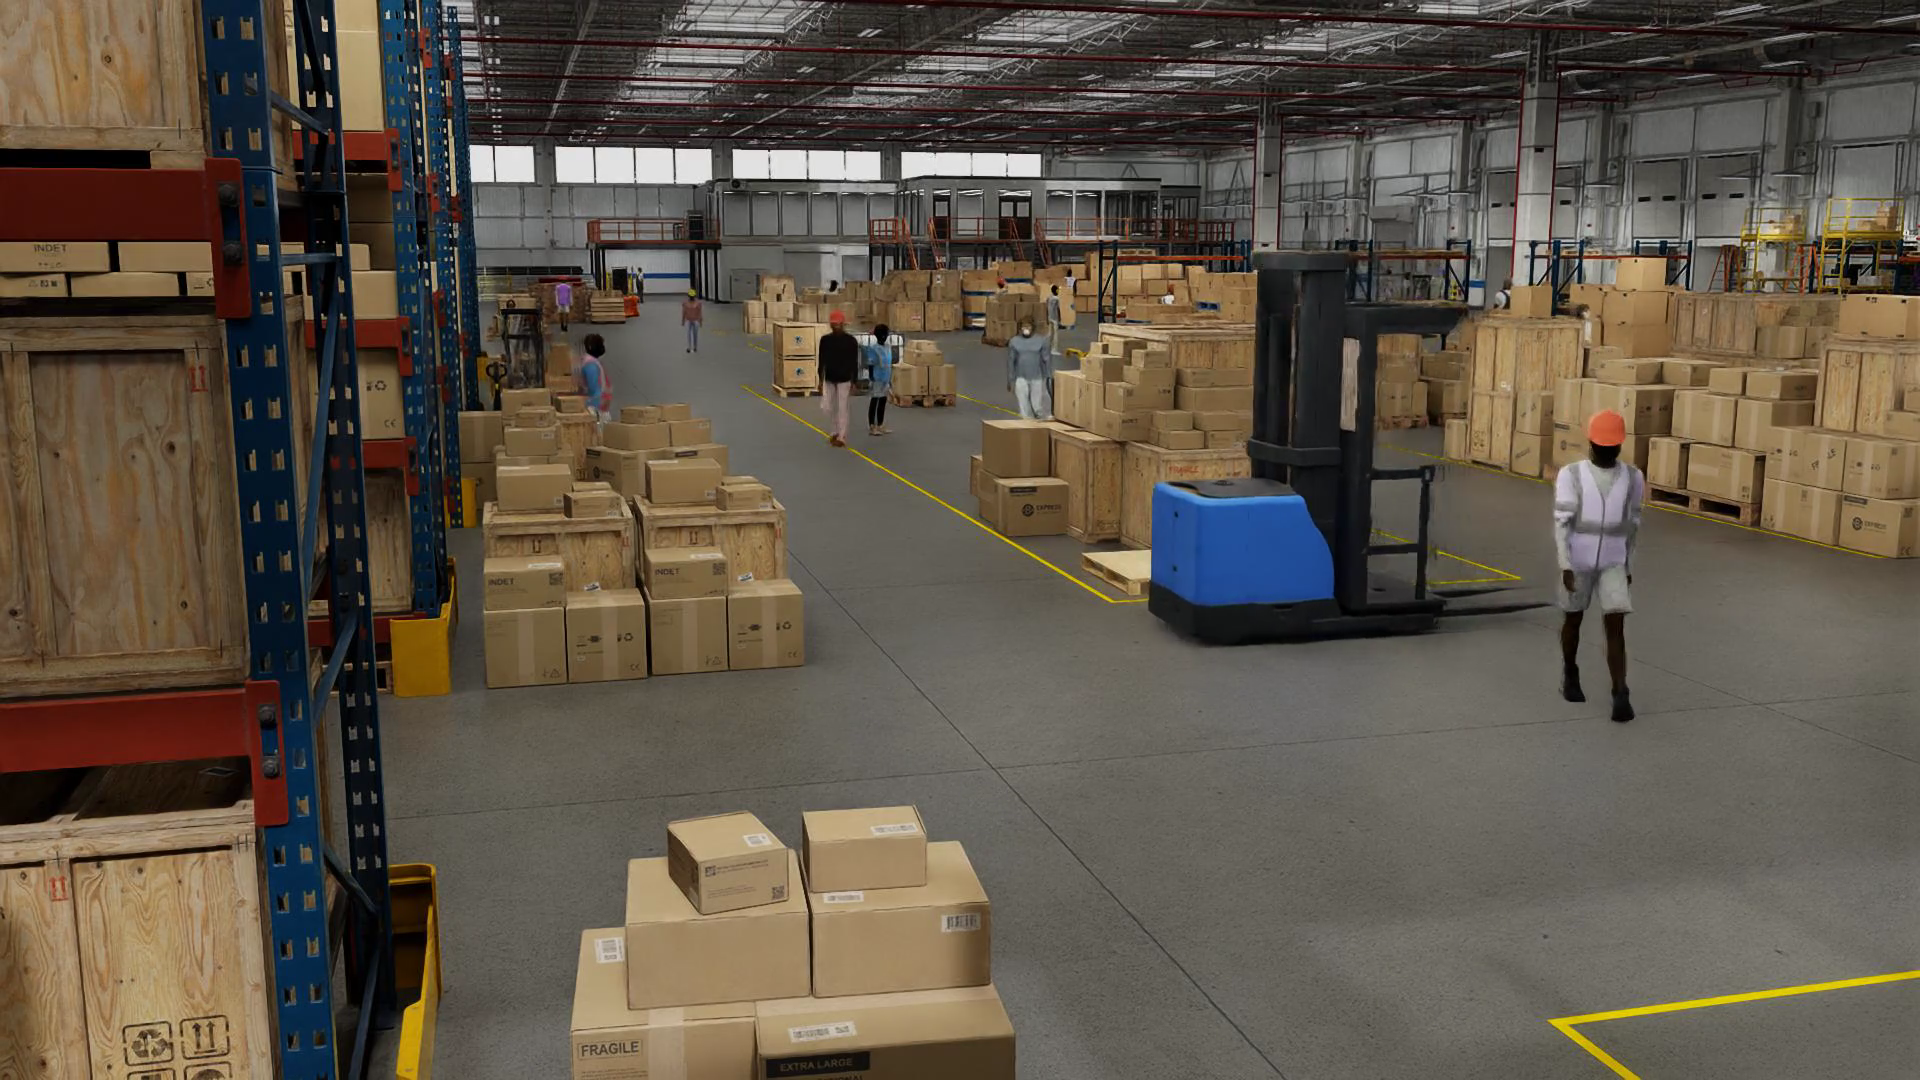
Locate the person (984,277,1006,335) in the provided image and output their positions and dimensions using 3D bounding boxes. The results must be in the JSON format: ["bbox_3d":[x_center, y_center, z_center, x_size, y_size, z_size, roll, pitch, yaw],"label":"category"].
[{"bbox_3d":[1.207,-7.307,52.335,0.963,1.903,0.543,0,10,1],"label":"person"}]

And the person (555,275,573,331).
[{"bbox_3d":[-13.446,-8.037,56.504,0.562,1.876,1.035,-2,10,-13],"label":"person"}]

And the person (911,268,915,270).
[{"bbox_3d":[-2.210,-11.290,74.939,0.876,1.892,0.601,4,11,23],"label":"person"}]

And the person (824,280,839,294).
[{"bbox_3d":[-3.717,-6.615,48.428,1.002,1.889,0.709,9,14,43],"label":"person"}]

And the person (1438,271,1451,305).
[{"bbox_3d":[19.834,-10.105,68.177,0.628,1.904,0.983,-3,10,-16],"label":"person"}]

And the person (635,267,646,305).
[{"bbox_3d":[-15.751,-12.497,81.868,0.506,1.847,0.345,7,12,36],"label":"person"}]

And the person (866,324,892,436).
[{"bbox_3d":[-1.216,-2.442,25.349,0.317,1.696,0.540,7,12,33],"label":"person"}]

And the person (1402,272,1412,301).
[{"bbox_3d":[17.774,-9.640,65.704,0.629,1.840,0.587,-3,10,-16],"label":"person"}]

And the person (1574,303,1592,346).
[{"bbox_3d":[10.408,-3.018,27.969,0.653,1.920,0.449,-7,12,-34],"label":"person"}]

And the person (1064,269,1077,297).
[{"bbox_3d":[4.573,-10.323,69.374,0.589,1.910,0.376,3,10,16],"label":"person"}]

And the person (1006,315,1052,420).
[{"bbox_3d":[0.978,-2.291,23.932,0.684,1.894,0.682,2,10,13],"label":"person"}]

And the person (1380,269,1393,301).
[{"bbox_3d":[20.038,-11.761,77.856,0.969,1.800,0.641,5,11,25],"label":"person"}]

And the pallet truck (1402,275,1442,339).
[{"bbox_3d":[14.620,-7.324,52.145,0.823,1.965,1.885,8,13,40],"label":"pallet truck"}]

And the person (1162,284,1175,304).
[{"bbox_3d":[5.539,-5.730,43.446,0.575,1.883,0.355,6,12,31],"label":"person"}]

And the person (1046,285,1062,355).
[{"bbox_3d":[2.491,-5.830,44.096,0.322,1.858,0.512,-9,13,-42],"label":"person"}]

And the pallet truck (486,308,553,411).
[{"bbox_3d":[-6.242,-2.418,24.362,0.823,1.965,1.885,1,10,3],"label":"pallet truck"}]

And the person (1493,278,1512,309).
[{"bbox_3d":[14.727,-6.069,44.915,0.687,2.000,0.537,0,10,3],"label":"person"}]

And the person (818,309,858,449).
[{"bbox_3d":[-1.740,-2.273,23.587,0.649,1.980,0.436,4,11,21],"label":"person"}]

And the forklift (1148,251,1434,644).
[{"bbox_3d":[2.462,-0.740,12.362,1.873,2.768,1.129,-3,10,-15],"label":"forklift"}]

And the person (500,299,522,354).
[{"bbox_3d":[-10.485,-4.804,38.890,0.516,1.641,0.308,-6,12,-31],"label":"person"}]

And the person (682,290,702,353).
[{"bbox_3d":[-7.246,-5.916,44.997,0.541,1.708,0.917,-2,10,-9],"label":"person"}]

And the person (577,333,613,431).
[{"bbox_3d":[-4.567,-1.651,20.549,0.914,1.809,0.628,-2,10,-9],"label":"person"}]

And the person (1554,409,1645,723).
[{"bbox_3d":[3.901,0.153,10.147,0.549,1.874,1.011,2,10,8],"label":"person"}]
